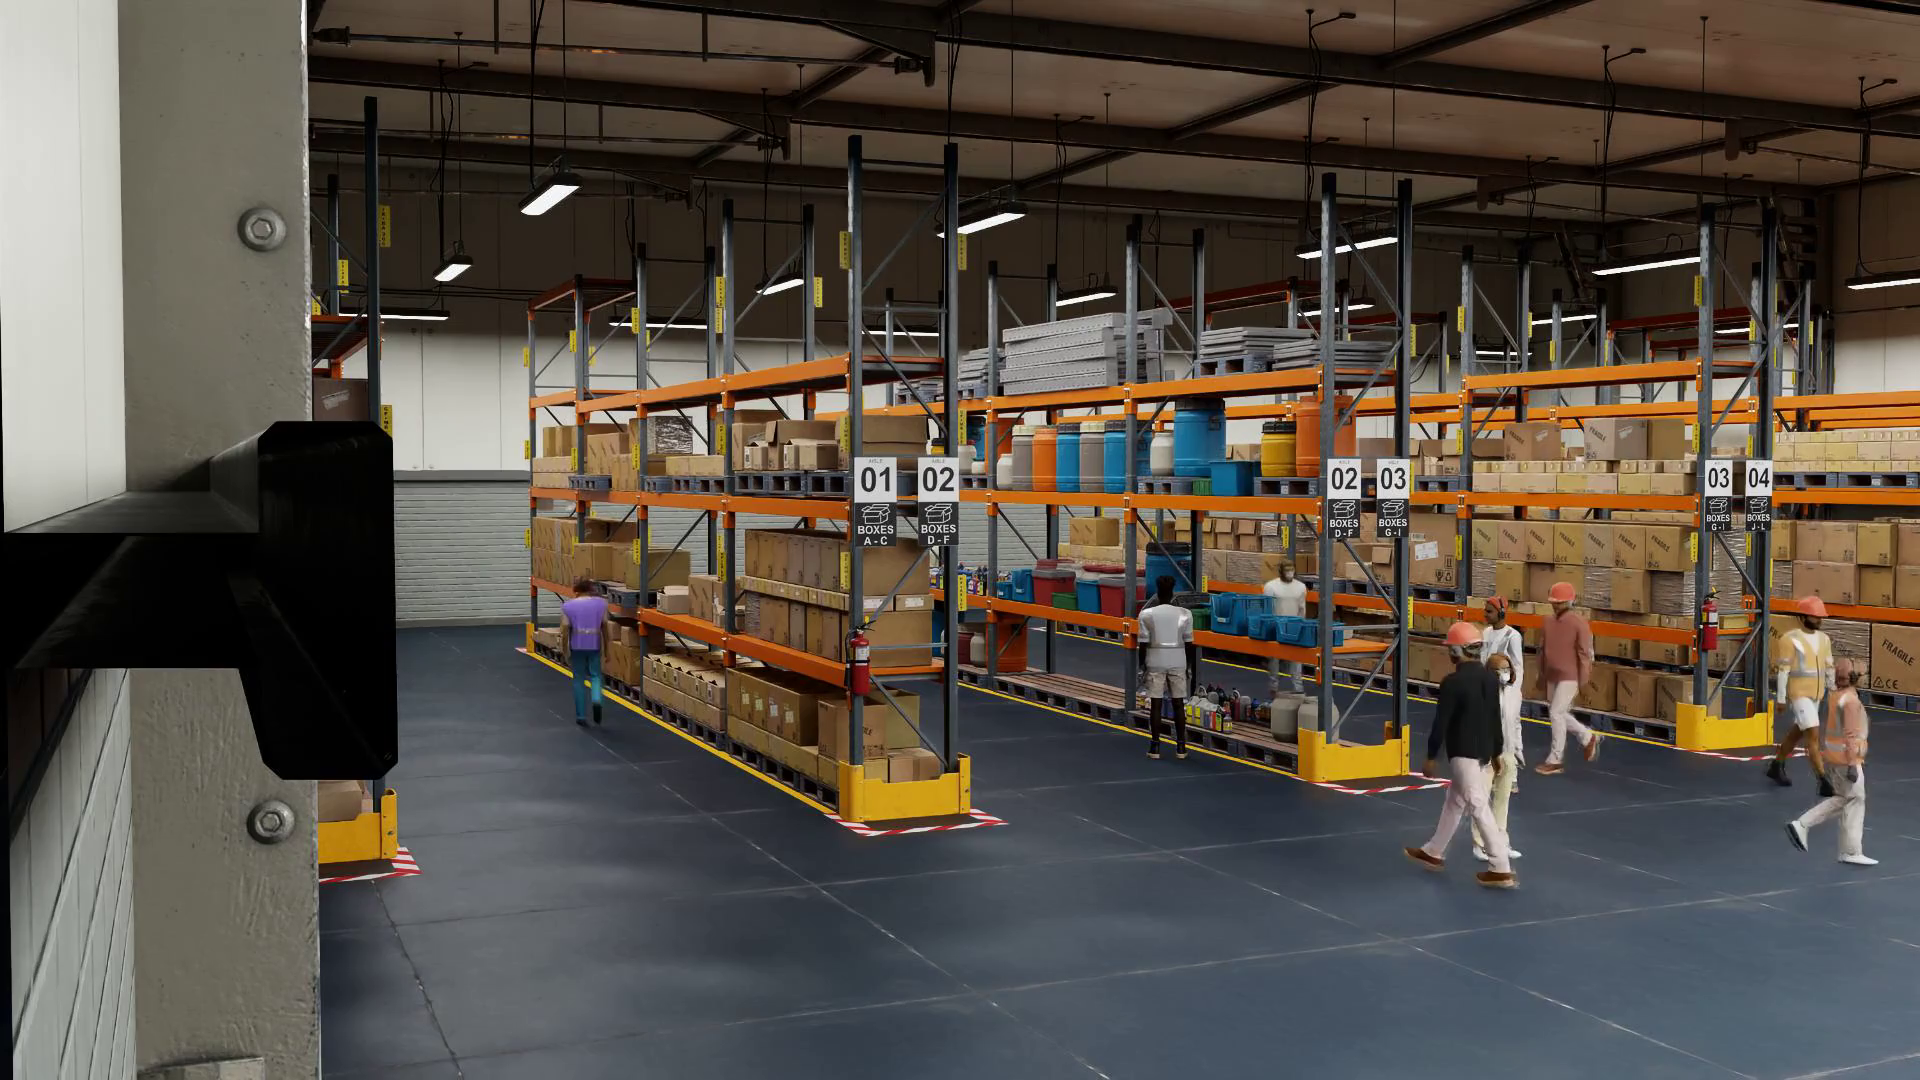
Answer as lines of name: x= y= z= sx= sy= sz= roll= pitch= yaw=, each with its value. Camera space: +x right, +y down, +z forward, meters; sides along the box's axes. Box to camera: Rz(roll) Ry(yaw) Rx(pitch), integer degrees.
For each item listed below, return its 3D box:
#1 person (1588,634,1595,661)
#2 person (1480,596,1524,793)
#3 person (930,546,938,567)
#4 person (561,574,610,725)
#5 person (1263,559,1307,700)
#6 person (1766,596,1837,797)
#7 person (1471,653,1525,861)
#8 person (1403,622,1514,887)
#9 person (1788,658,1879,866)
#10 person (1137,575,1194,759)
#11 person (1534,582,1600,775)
person: x=8.701 y=1.188 z=25.162 sx=0.633 sy=1.839 sz=0.429 roll=-2 pitch=3 yaw=-41
person: x=5.163 y=1.472 z=17.160 sx=0.337 sy=1.882 sz=0.584 roll=-1 pitch=2 yaw=-16
person: x=-0.445 y=0.757 z=34.536 sx=0.406 sy=1.987 sz=0.616 roll=1 pitch=3 yaw=31
person: x=-4.508 y=1.326 z=21.602 sx=0.593 sy=1.833 sz=0.527 roll=-1 pitch=2 yaw=-23
person: x=4.350 y=1.210 z=23.813 sx=0.649 sy=1.901 sz=0.947 roll=0 pitch=2 yaw=-10
person: x=8.132 y=1.472 z=17.231 sx=0.566 sy=1.886 sz=1.023 roll=-1 pitch=2 yaw=-22
person: x=4.261 y=1.709 z=14.205 sx=0.498 sy=1.634 sz=0.281 roll=-1 pitch=2 yaw=-24
person: x=3.766 y=1.586 z=13.465 sx=0.643 sy=1.937 sz=1.023 roll=-2 pitch=3 yaw=-41
person: x=6.856 y=1.726 z=14.012 sx=0.551 sy=1.624 sz=0.512 roll=1 pitch=2 yaw=13
person: x=2.204 y=1.353 z=19.210 sx=0.602 sy=1.967 sz=0.370 roll=0 pitch=2 yaw=2
person: x=6.233 y=1.392 z=18.300 sx=0.812 sy=1.963 sz=0.618 roll=-1 pitch=2 yaw=-22
